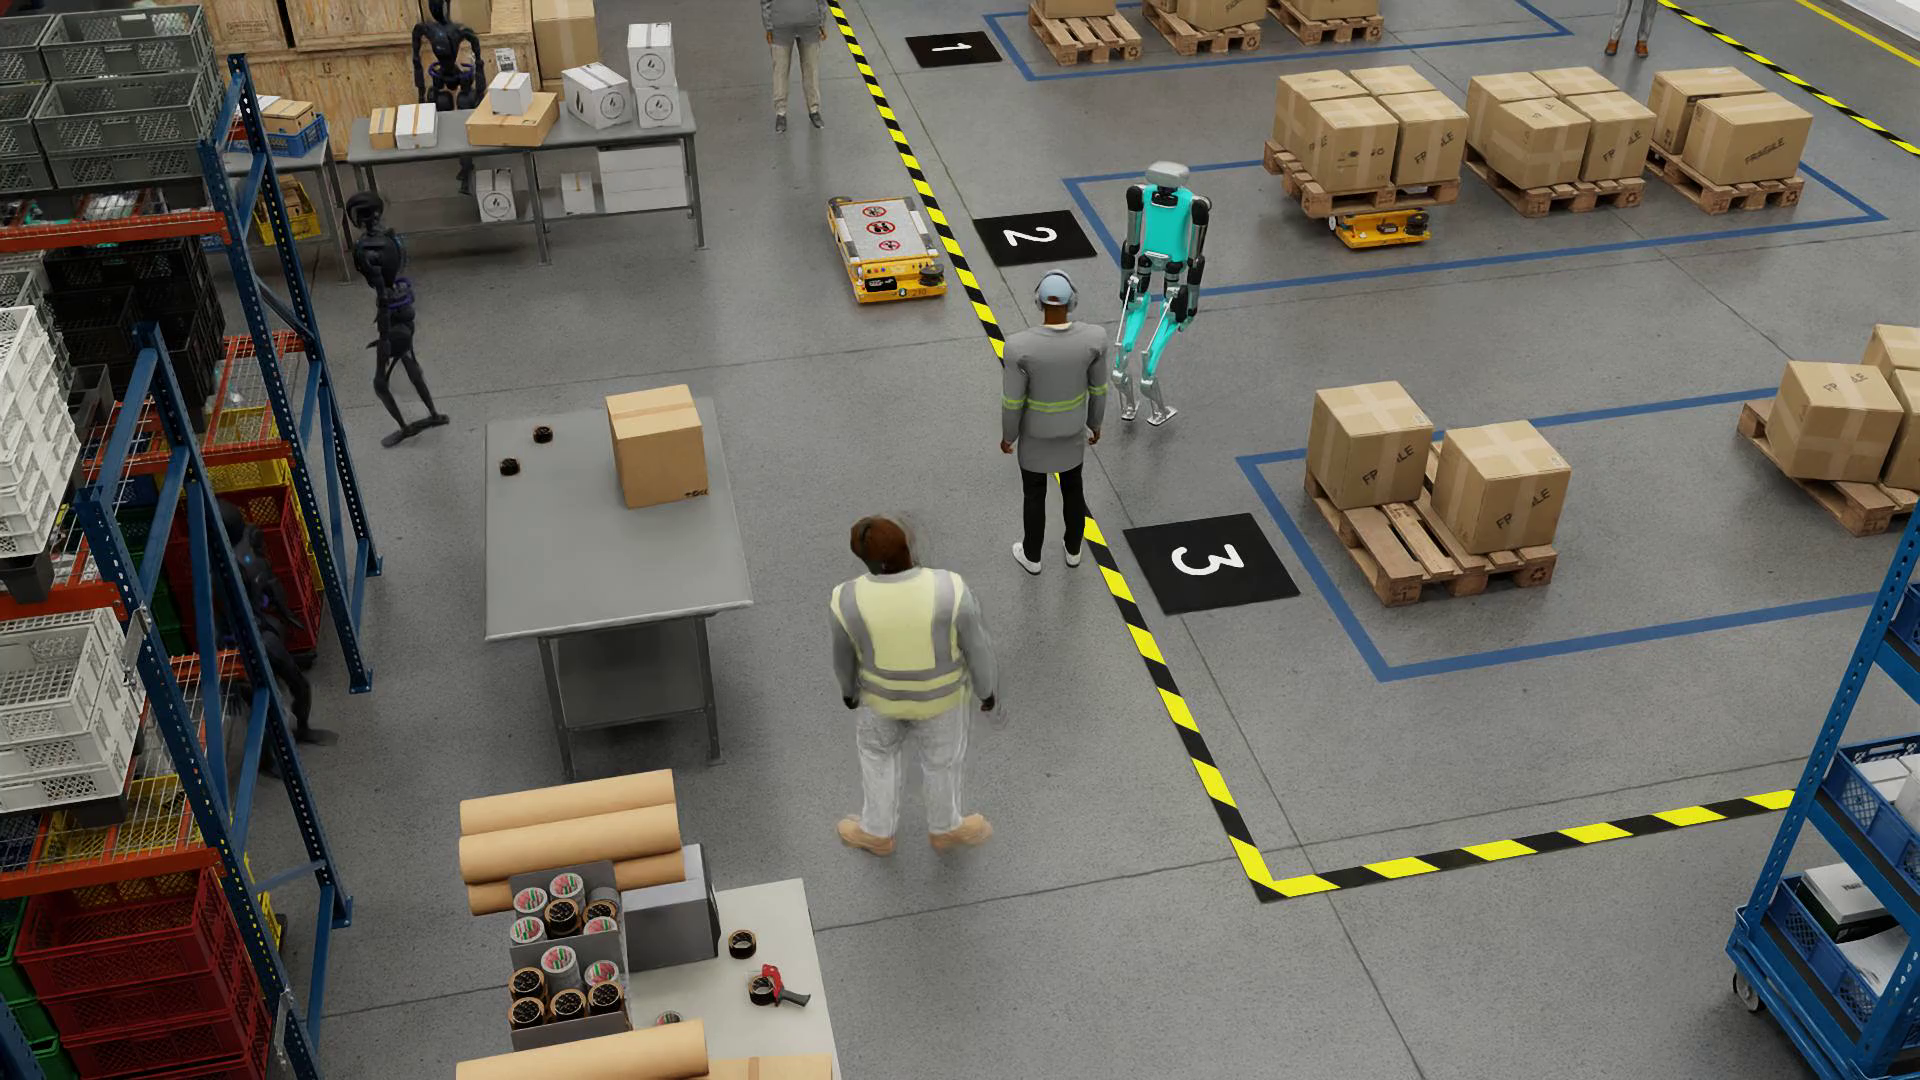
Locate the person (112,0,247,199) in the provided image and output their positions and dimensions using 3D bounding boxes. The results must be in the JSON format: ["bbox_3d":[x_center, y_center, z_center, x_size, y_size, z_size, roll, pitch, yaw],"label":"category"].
[{"bbox_3d":[-6.082,-3.498,12.898,0.678,1.887,0.558,2,37,3],"label":"person"}]

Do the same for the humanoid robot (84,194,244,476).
[{"bbox_3d":[-4.638,-1.149,9.864,0.772,1.766,0.532,16,40,21],"label":"humanoid robot"}]

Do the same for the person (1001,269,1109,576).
[{"bbox_3d":[0.498,-0.638,9.084,0.596,1.849,0.384,-9,38,-11],"label":"person"}]

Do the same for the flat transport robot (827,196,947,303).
[{"bbox_3d":[-0.570,-2.220,12.538,0.659,0.231,1.431,-8,37,-10],"label":"flat transport robot"}]

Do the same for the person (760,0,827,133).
[{"bbox_3d":[-1.408,-4.372,14.173,0.563,1.766,0.400,-9,38,-12],"label":"person"}]

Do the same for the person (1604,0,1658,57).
[{"bbox_3d":[6.467,-5.462,15.541,0.589,1.883,0.382,9,38,12],"label":"person"}]

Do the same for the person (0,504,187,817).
[{"bbox_3d":[-3.941,0.526,7.535,0.587,1.834,0.403,4,37,6],"label":"person"}]

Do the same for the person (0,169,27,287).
[{"bbox_3d":[-5.994,-1.955,10.710,0.448,2.024,0.640,-6,37,-8],"label":"person"}]

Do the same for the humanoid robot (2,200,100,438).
[{"bbox_3d":[-5.376,-1.275,10.053,0.551,1.813,0.669,-2,37,-3],"label":"humanoid robot"}]

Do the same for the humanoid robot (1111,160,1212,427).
[{"bbox_3d":[1.137,-1.426,10.132,0.533,1.671,0.735,18,40,23],"label":"humanoid robot"}]

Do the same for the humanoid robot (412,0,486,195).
[{"bbox_3d":[-4.035,-3.542,13.156,0.598,1.616,0.742,-1,37,-2],"label":"humanoid robot"}]

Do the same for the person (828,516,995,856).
[{"bbox_3d":[-0.205,0.673,7.366,0.711,1.810,0.433,3,37,4],"label":"person"}]

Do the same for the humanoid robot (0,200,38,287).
[{"bbox_3d":[-5.695,-1.391,10.289,0.792,1.621,0.589,-1,37,-1],"label":"humanoid robot"}]

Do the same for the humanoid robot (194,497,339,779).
[{"bbox_3d":[-3.315,0.466,7.747,0.338,1.638,0.611,6,37,8],"label":"humanoid robot"}]

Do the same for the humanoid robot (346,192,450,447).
[{"bbox_3d":[-3.500,-1.371,10.215,0.429,1.645,0.585,-10,38,-13],"label":"humanoid robot"}]

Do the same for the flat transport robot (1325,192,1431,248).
[{"bbox_3d":[3.134,-2.740,13.213,0.652,0.197,1.431,-8,37,-10],"label":"flat transport robot"}]
